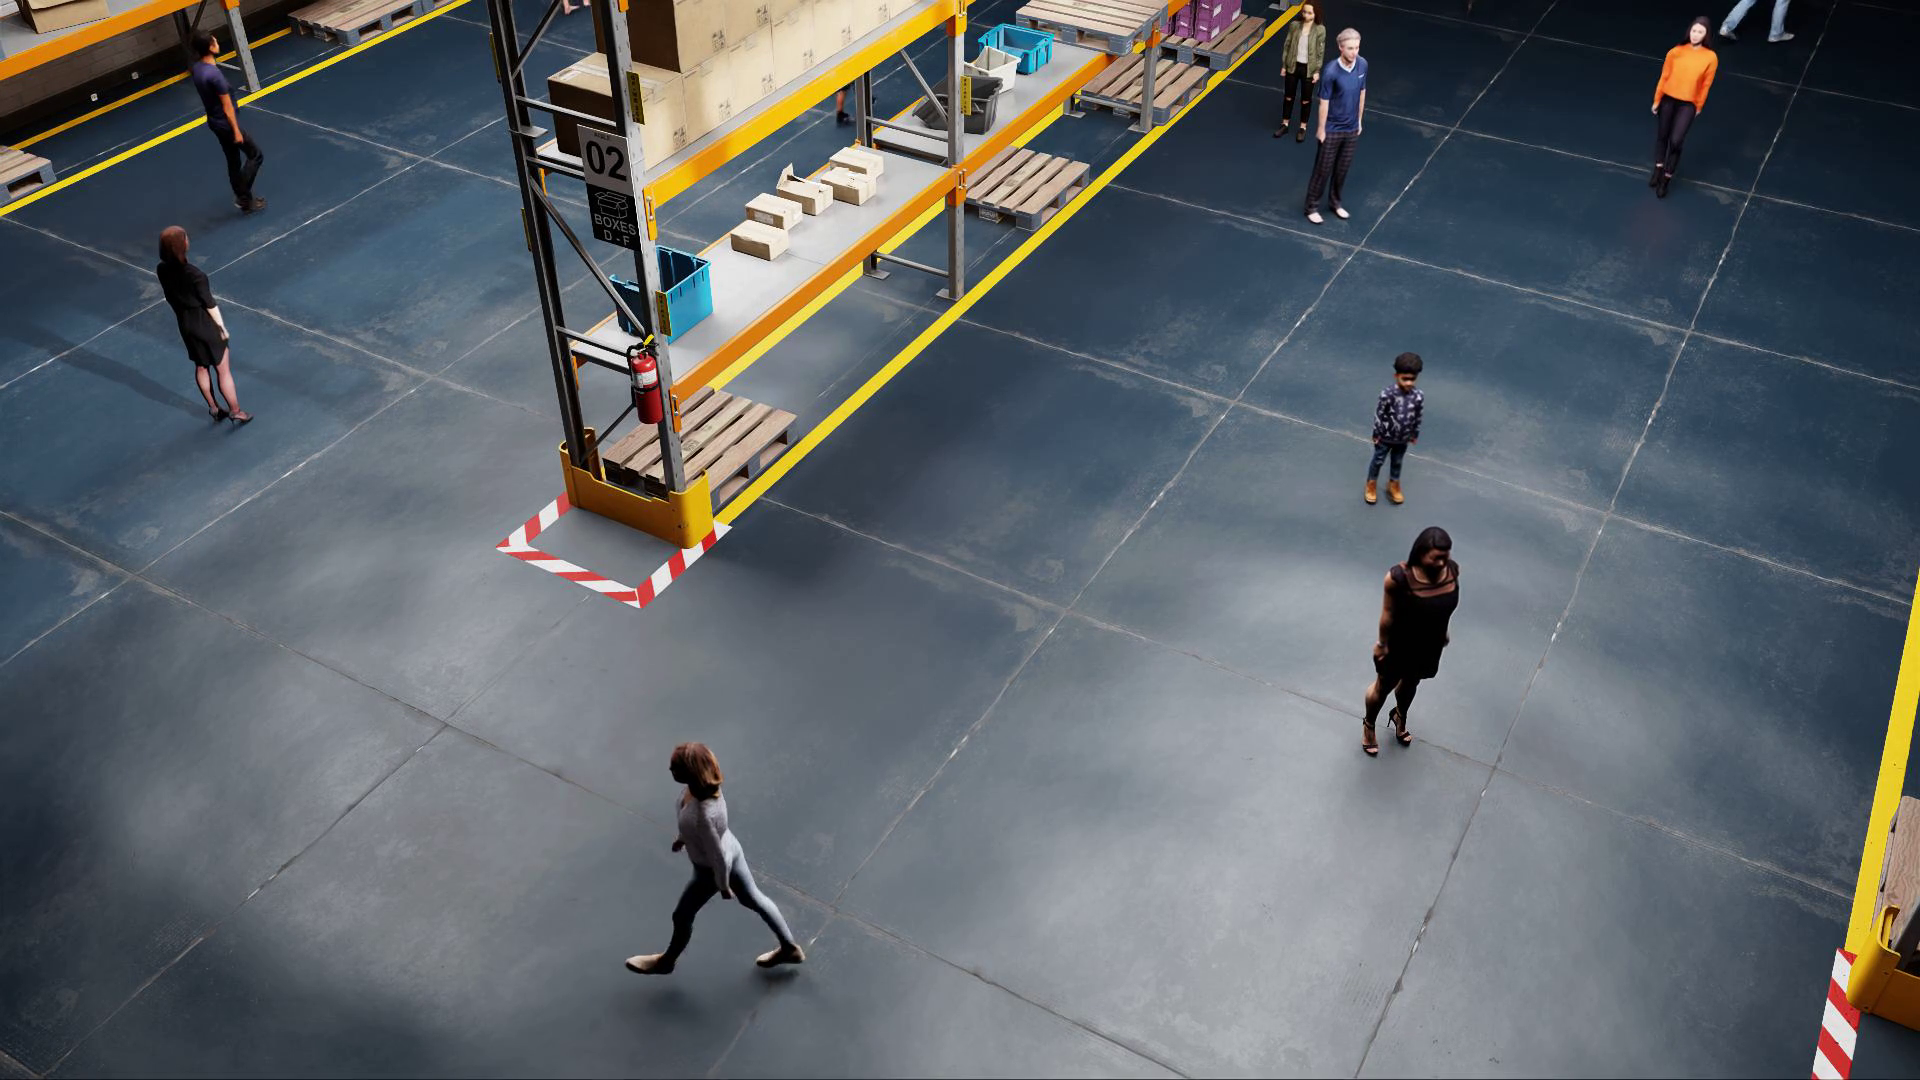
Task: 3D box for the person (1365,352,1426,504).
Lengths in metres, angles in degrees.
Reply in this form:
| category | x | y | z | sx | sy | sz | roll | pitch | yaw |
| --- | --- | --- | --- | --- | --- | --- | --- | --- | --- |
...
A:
| category | x | y | z | sx | sy | sz | roll | pitch | yaw |
| --- | --- | --- | --- | --- | --- | --- | --- | --- | --- |
| person | 3.203 | -0.825 | 12.227 | 0.560 | 1.248 | 0.586 | 1 | 39 | 1 |

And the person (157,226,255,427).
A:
| category | x | y | z | sx | sy | sz | roll | pitch | yaw |
| --- | --- | --- | --- | --- | --- | --- | --- | --- | --- |
| person | -5.884 | -1.641 | 12.882 | 0.619 | 1.705 | 0.548 | 13 | 40 | 16 |

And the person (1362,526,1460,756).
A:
| category | x | y | z | sx | sy | sz | roll | pitch | yaw |
| --- | --- | --- | --- | --- | --- | --- | --- | --- | --- |
| person | 2.718 | 0.604 | 10.062 | 0.745 | 1.718 | 0.819 | -12 | 40 | -15 |

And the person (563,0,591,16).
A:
| category | x | y | z | sx | sy | sz | roll | pitch | yaw |
| --- | --- | --- | --- | --- | --- | --- | --- | --- | --- |
| person | -4.721 | -7.070 | 19.674 | 0.652 | 1.714 | 0.747 | 17 | 42 | 20 |

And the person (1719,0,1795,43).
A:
| category | x | y | z | sx | sy | sz | roll | pitch | yaw |
| --- | --- | --- | --- | --- | --- | --- | --- | --- | --- |
| person | 9.192 | -6.516 | 18.886 | 1.219 | 1.831 | 1.154 | -10 | 40 | -12 |

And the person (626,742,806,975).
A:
| category | x | y | z | sx | sy | sz | roll | pitch | yaw |
| --- | --- | --- | --- | --- | --- | --- | --- | --- | --- |
| person | -1.193 | 1.692 | 8.680 | 1.108 | 1.742 | 1.194 | -2 | 39 | -3 |

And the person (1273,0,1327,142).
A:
| category | x | y | z | sx | sy | sz | roll | pitch | yaw |
| --- | --- | --- | --- | --- | --- | --- | --- | --- | --- |
| person | 3.510 | -4.844 | 17.075 | 0.581 | 1.477 | 0.514 | 18 | 42 | 21 |

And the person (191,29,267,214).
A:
| category | x | y | z | sx | sy | sz | roll | pitch | yaw |
| --- | --- | --- | --- | --- | --- | --- | --- | --- | --- |
| person | -6.957 | -3.876 | 15.621 | 0.721 | 1.781 | 0.656 | 28 | 46 | 31 |

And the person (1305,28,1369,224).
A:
| category | x | y | z | sx | sy | sz | roll | pitch | yaw |
| --- | --- | --- | --- | --- | --- | --- | --- | --- | --- |
| person | 3.532 | -3.879 | 15.555 | 0.685 | 1.867 | 0.794 | -16 | 41 | -19 |

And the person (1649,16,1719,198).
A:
| category | x | y | z | sx | sy | sz | roll | pitch | yaw |
| --- | --- | --- | --- | --- | --- | --- | --- | --- | --- |
| person | 6.991 | -4.251 | 16.128 | 0.655 | 1.734 | 0.729 | 26 | 45 | 28 |
